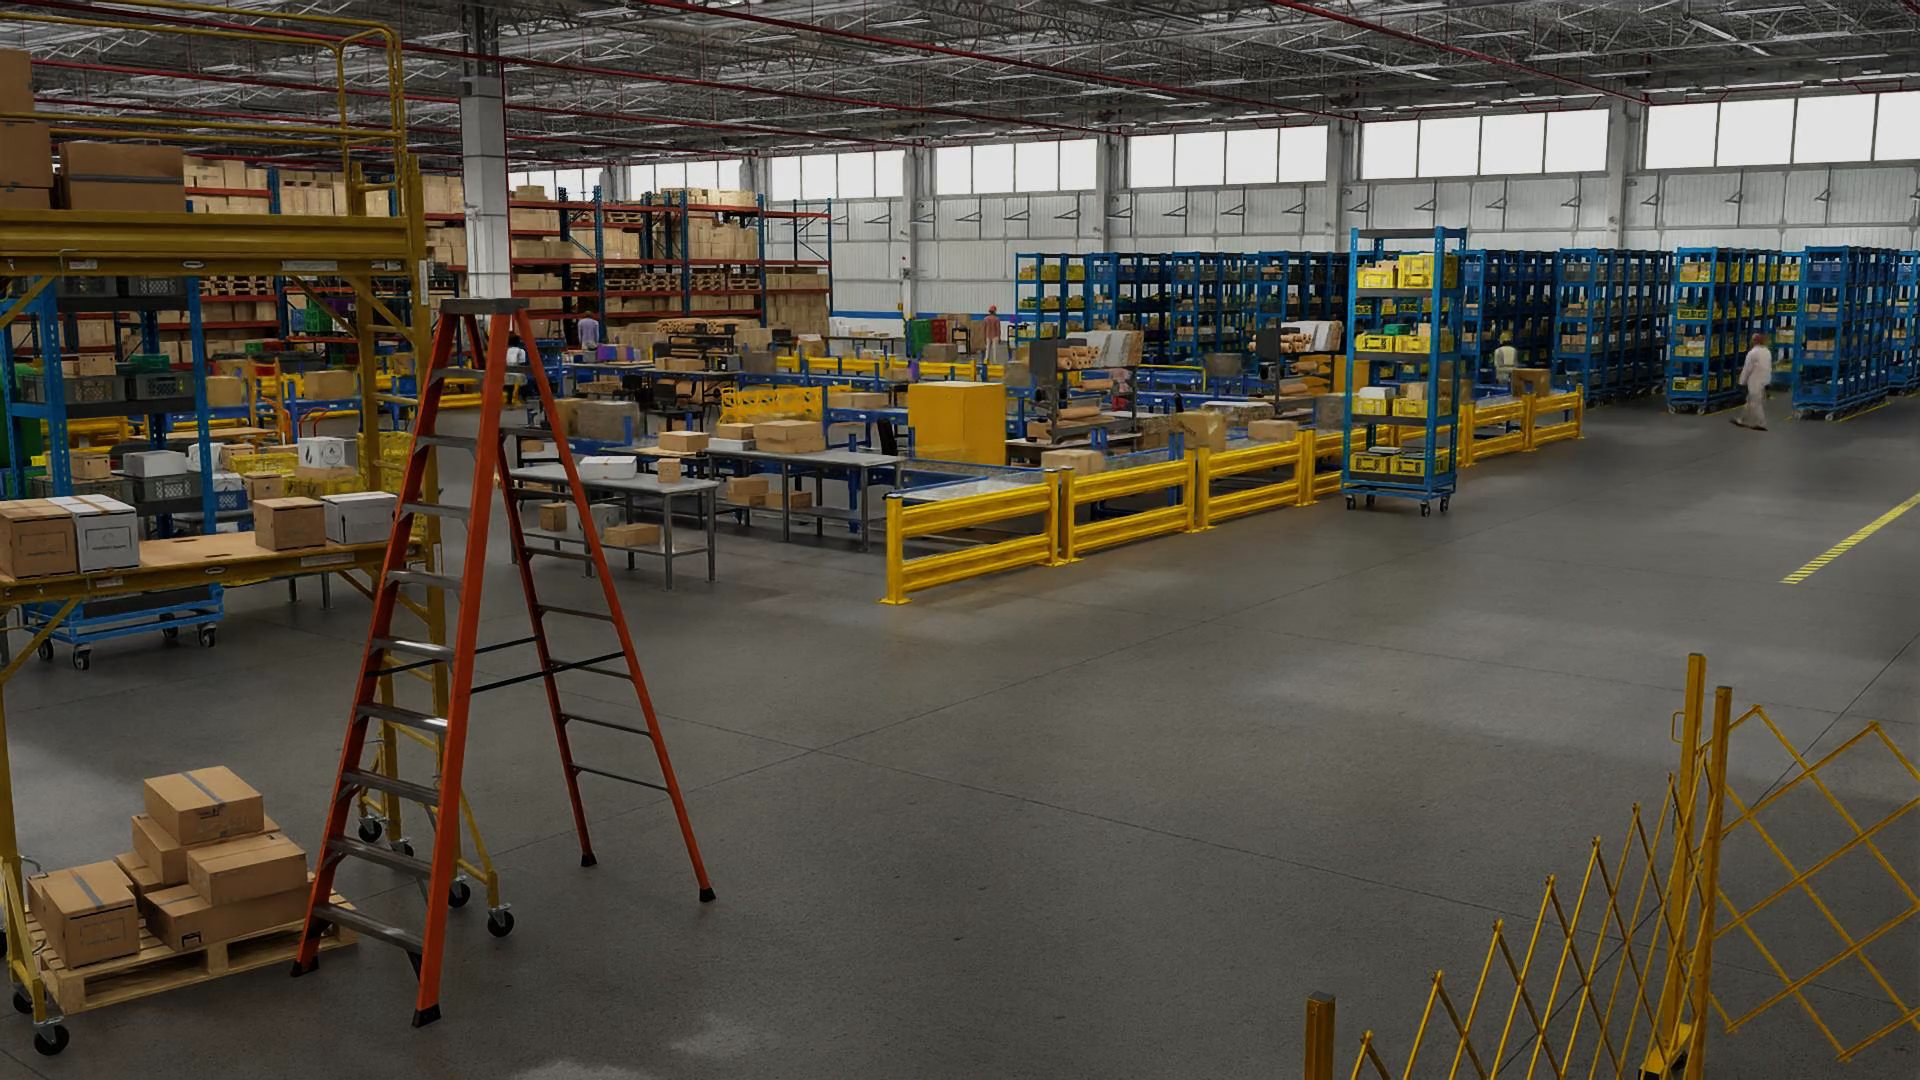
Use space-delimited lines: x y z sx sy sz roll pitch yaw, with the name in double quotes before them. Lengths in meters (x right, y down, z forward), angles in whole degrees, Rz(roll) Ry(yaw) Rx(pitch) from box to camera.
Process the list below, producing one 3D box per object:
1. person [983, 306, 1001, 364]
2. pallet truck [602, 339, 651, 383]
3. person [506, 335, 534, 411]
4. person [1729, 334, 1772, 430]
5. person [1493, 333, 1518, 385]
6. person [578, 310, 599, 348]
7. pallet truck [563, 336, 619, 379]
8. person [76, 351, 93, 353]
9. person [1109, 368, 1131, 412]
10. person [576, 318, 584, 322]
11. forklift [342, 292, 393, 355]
"person" 1.059 -6.635 54.195 0.622 1.993 0.383 5 10 28
"pallet truck" -8.991 -4.871 45.351 0.653 1.274 1.630 7 11 37
"person" -9.823 -3.718 36.999 0.564 1.661 0.798 3 10 18
"person" 15.439 -3.093 32.505 0.673 1.861 0.965 -6 11 -33
"person" 11.552 -3.500 35.282 0.614 1.791 0.942 -3 9 -16
"person" -11.309 -6.034 50.668 0.624 1.931 0.377 -1 9 -6
"pallet truck" -10.690 -5.294 48.215 1.601 1.201 0.680 -5 10 -26
"person" -32.470 -7.732 61.419 0.557 1.893 1.021 4 10 25
"person" 2.927 -2.681 30.231 0.310 1.768 0.533 -6 11 -33
"person" -14.428 -8.113 63.909 0.624 1.841 0.430 -1 9 -8
"forklift" -16.485 -5.622 45.120 1.129 2.768 1.873 7 11 37
